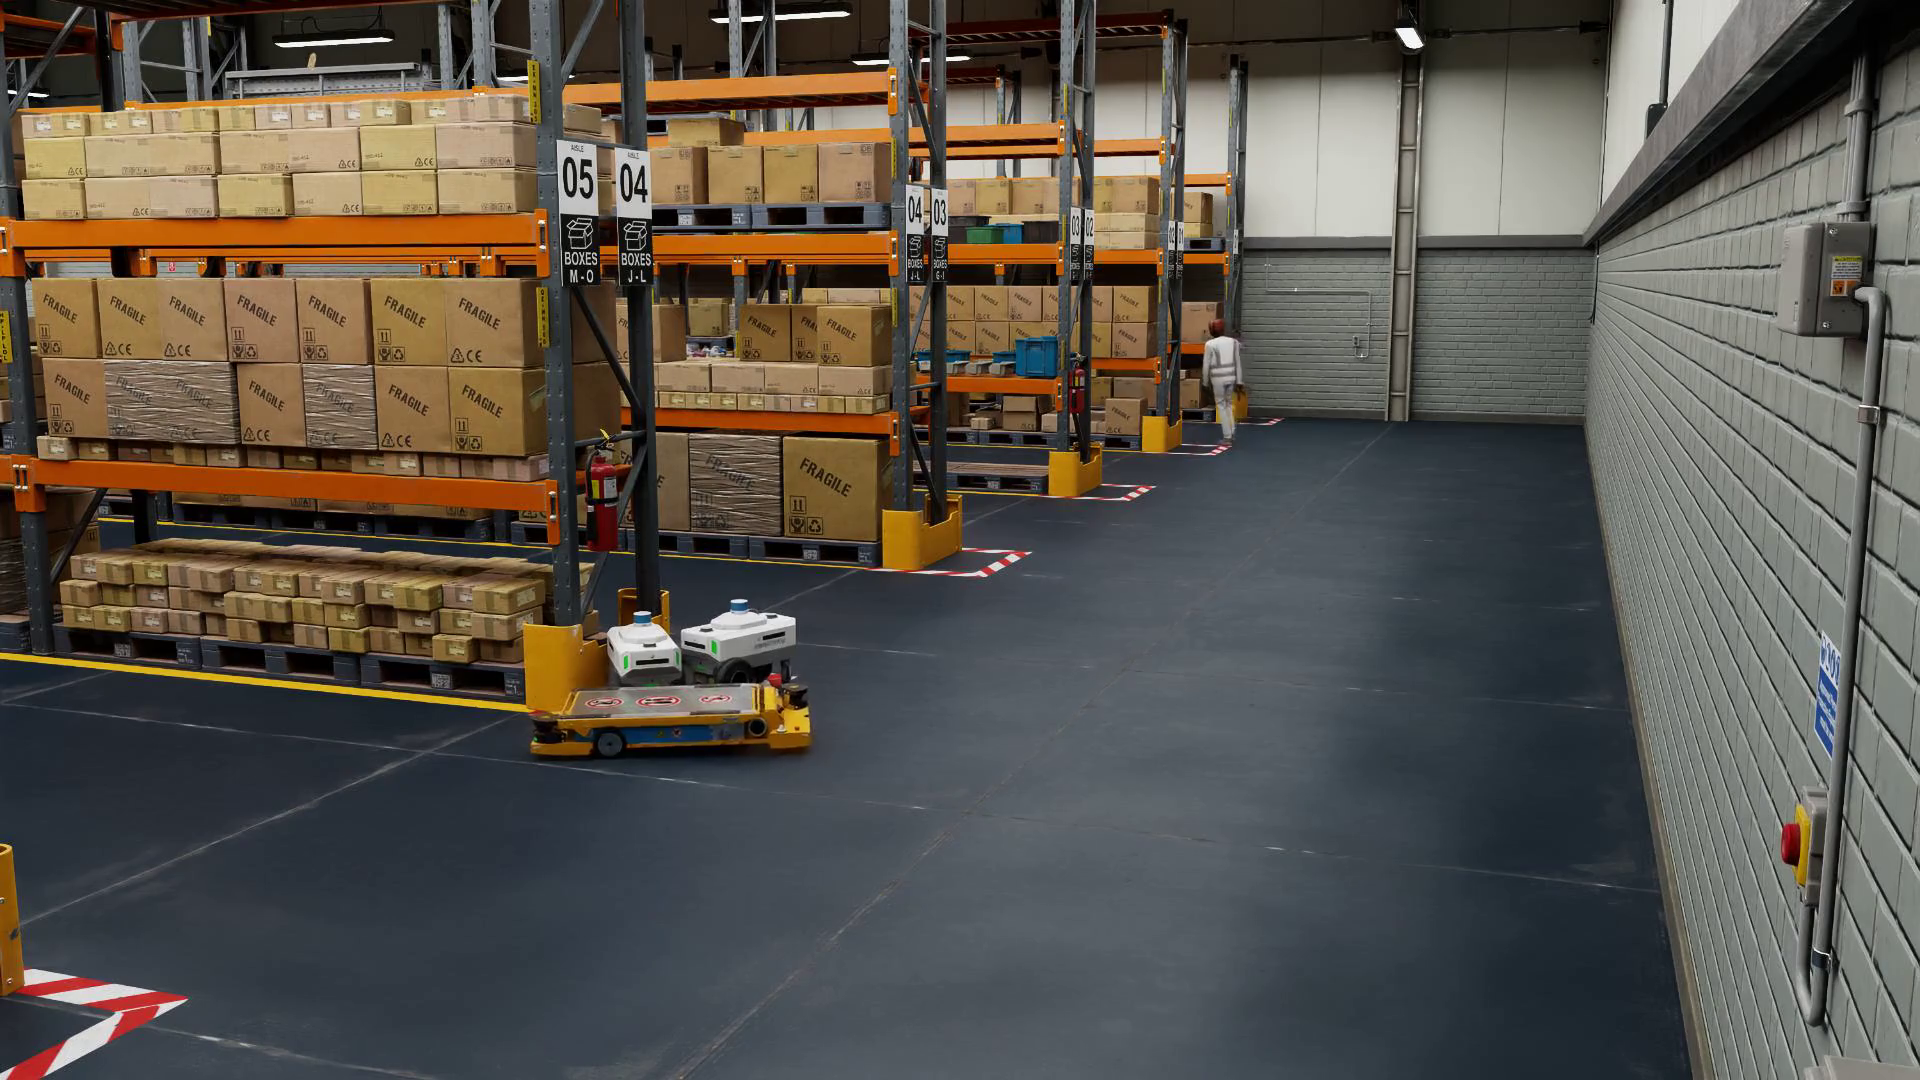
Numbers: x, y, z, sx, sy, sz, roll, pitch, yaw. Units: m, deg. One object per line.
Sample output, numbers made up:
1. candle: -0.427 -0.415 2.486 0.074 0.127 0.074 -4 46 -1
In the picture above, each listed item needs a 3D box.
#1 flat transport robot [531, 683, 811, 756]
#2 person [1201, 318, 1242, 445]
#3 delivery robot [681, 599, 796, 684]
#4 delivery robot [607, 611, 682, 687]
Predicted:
1. flat transport robot: -1.526 0.949 8.902 1.431 0.197 0.652 -1 9 -7
2. person: 3.816 -2.316 24.382 0.607 1.851 0.542 -5 10 -26
3. delivery robot: -1.313 0.598 9.922 0.477 0.478 0.707 8 12 40
4. delivery robot: -1.823 0.654 9.569 0.477 0.478 0.707 -3 10 -19
